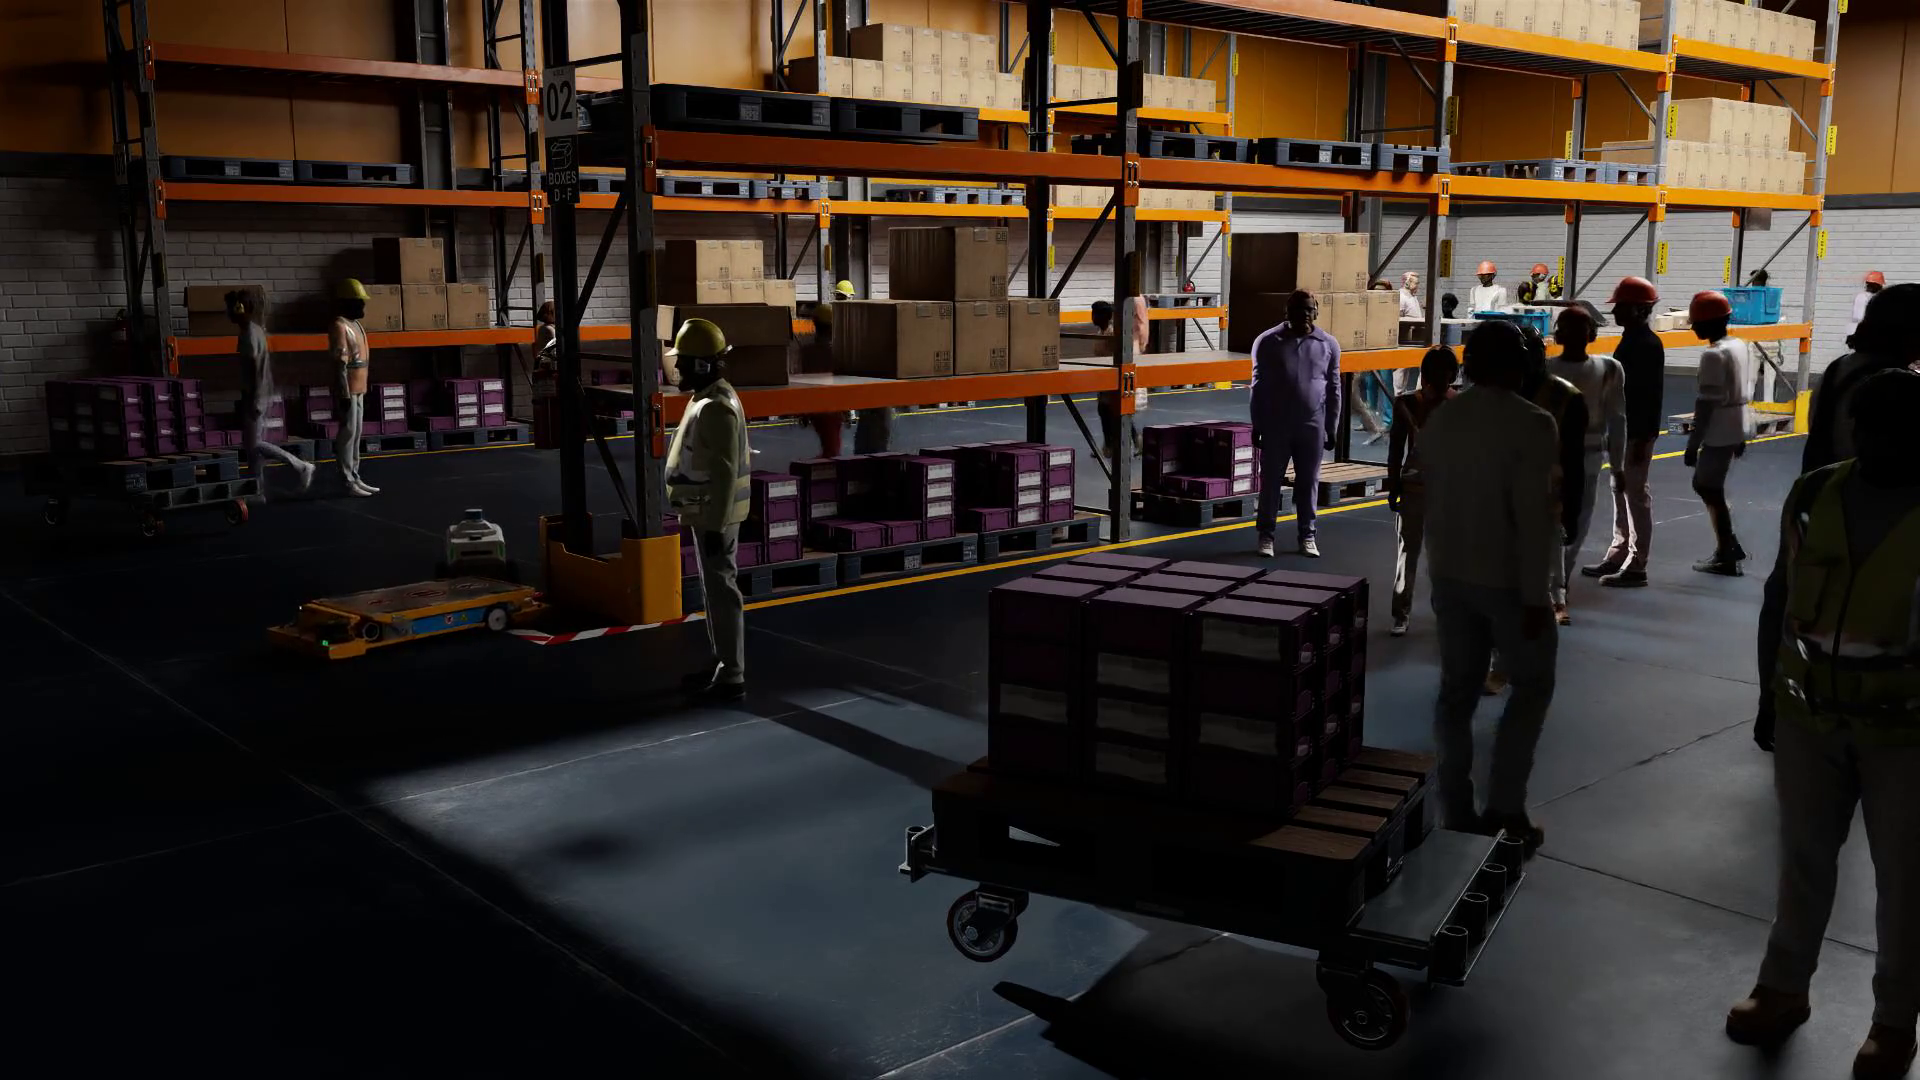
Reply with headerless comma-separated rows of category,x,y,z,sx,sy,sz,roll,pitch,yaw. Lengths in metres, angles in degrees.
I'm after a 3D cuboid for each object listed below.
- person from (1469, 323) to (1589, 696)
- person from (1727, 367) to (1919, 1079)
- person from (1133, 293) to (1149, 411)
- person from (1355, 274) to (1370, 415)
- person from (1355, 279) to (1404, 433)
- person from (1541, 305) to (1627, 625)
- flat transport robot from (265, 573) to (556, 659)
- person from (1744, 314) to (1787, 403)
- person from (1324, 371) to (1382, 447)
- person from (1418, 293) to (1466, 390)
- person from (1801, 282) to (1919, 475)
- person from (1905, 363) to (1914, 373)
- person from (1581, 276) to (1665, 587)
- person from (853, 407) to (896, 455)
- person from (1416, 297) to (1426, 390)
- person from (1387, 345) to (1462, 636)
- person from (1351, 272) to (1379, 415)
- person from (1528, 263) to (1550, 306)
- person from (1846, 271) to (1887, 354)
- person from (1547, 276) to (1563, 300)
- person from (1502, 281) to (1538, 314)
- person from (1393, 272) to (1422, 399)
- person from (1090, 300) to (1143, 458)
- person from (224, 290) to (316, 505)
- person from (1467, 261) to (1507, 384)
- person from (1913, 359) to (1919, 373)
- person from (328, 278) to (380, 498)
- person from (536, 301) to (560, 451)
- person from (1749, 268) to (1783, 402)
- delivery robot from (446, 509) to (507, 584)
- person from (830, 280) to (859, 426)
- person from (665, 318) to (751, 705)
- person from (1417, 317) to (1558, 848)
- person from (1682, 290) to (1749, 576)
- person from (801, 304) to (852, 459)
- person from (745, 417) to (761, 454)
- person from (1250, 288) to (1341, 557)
person,2.779,-0.185,8.313,0.638,1.805,0.932,8,13,41
person,2.382,0.470,4.370,0.429,1.845,0.622,-8,12,-38
person,2.392,-2.767,22.994,0.508,1.963,0.678,-1,10,-6
person,5.340,-2.623,22.221,0.374,1.930,0.542,-6,12,-33
person,5.084,-2.215,20.067,0.390,1.850,0.565,-8,12,-39
person,3.603,-0.471,9.873,0.576,1.855,0.893,1,10,5
flat transport robot,-3.057,0.406,9.337,0.652,0.197,1.431,8,13,40
person,10.580,-2.422,21.896,0.514,1.640,0.310,4,11,24
person,4.385,-1.833,18.570,0.855,1.598,0.508,-2,10,-11
person,5.731,-2.074,19.708,0.553,1.697,0.378,8,12,38
person,3.903,-0.103,7.145,0.543,2.000,0.692,0,10,2
person,9.239,-1.498,15.896,0.429,1.844,0.627,2,10,11
person,4.310,-0.694,10.735,0.383,1.996,0.609,1,10,5
person,-0.642,-0.953,13.070,0.456,1.719,0.488,-6,12,-33
person,6.349,-2.520,22.481,0.279,1.634,0.499,0,10,-1
person,2.643,-0.270,9.292,0.513,1.641,0.307,2,10,10
person,5.358,-2.617,22.222,0.372,1.916,0.596,-4,11,-25
person,9.764,-3.665,28.122,0.374,1.997,0.613,3,10,16
person,13.537,-3.036,24.729,0.945,1.889,0.576,-1,10,-8
person,8.087,-2.657,22.615,0.328,1.865,0.521,7,12,34
person,6.804,-2.213,20.160,1.000,1.807,0.517,-6,11,-29
person,6.238,-2.778,23.205,0.408,1.907,0.638,6,11,29
person,1.647,-1.677,17.437,0.554,1.669,0.551,-2,10,-14
person,-5.946,-1.214,14.230,0.642,1.841,0.561,-4,11,-25
person,7.948,-3.188,25.200,0.393,2.041,0.614,-9,13,-42
person,8.750,-1.278,14.823,0.531,1.767,0.328,-1,10,-5
person,-5.374,-1.343,14.734,0.388,1.927,0.589,-1,10,-5
person,-4.475,-1.794,18.232,0.265,1.632,0.509,-6,11,-30
person,11.265,-2.836,23.397,0.512,1.949,0.639,-6,12,-32
delivery robot,-3.004,0.051,10.308,0.477,0.478,0.707,-3,10,-17
person,-1.465,-2.340,20.890,0.584,1.824,0.403,6,12,33
person,-1.199,-0.134,7.932,0.403,1.831,0.596,-2,10,-12
person,1.880,0.163,6.004,0.467,1.903,0.650,-7,12,-34
person,4.999,-0.695,11.025,0.454,1.899,0.606,8,13,41
person,-1.165,-1.069,13.684,0.723,1.733,0.517,-8,12,-39
person,-2.258,-1.709,17.763,0.355,1.622,0.499,0,10,1
person,2.372,-0.818,11.760,0.646,1.902,0.400,0,10,1
